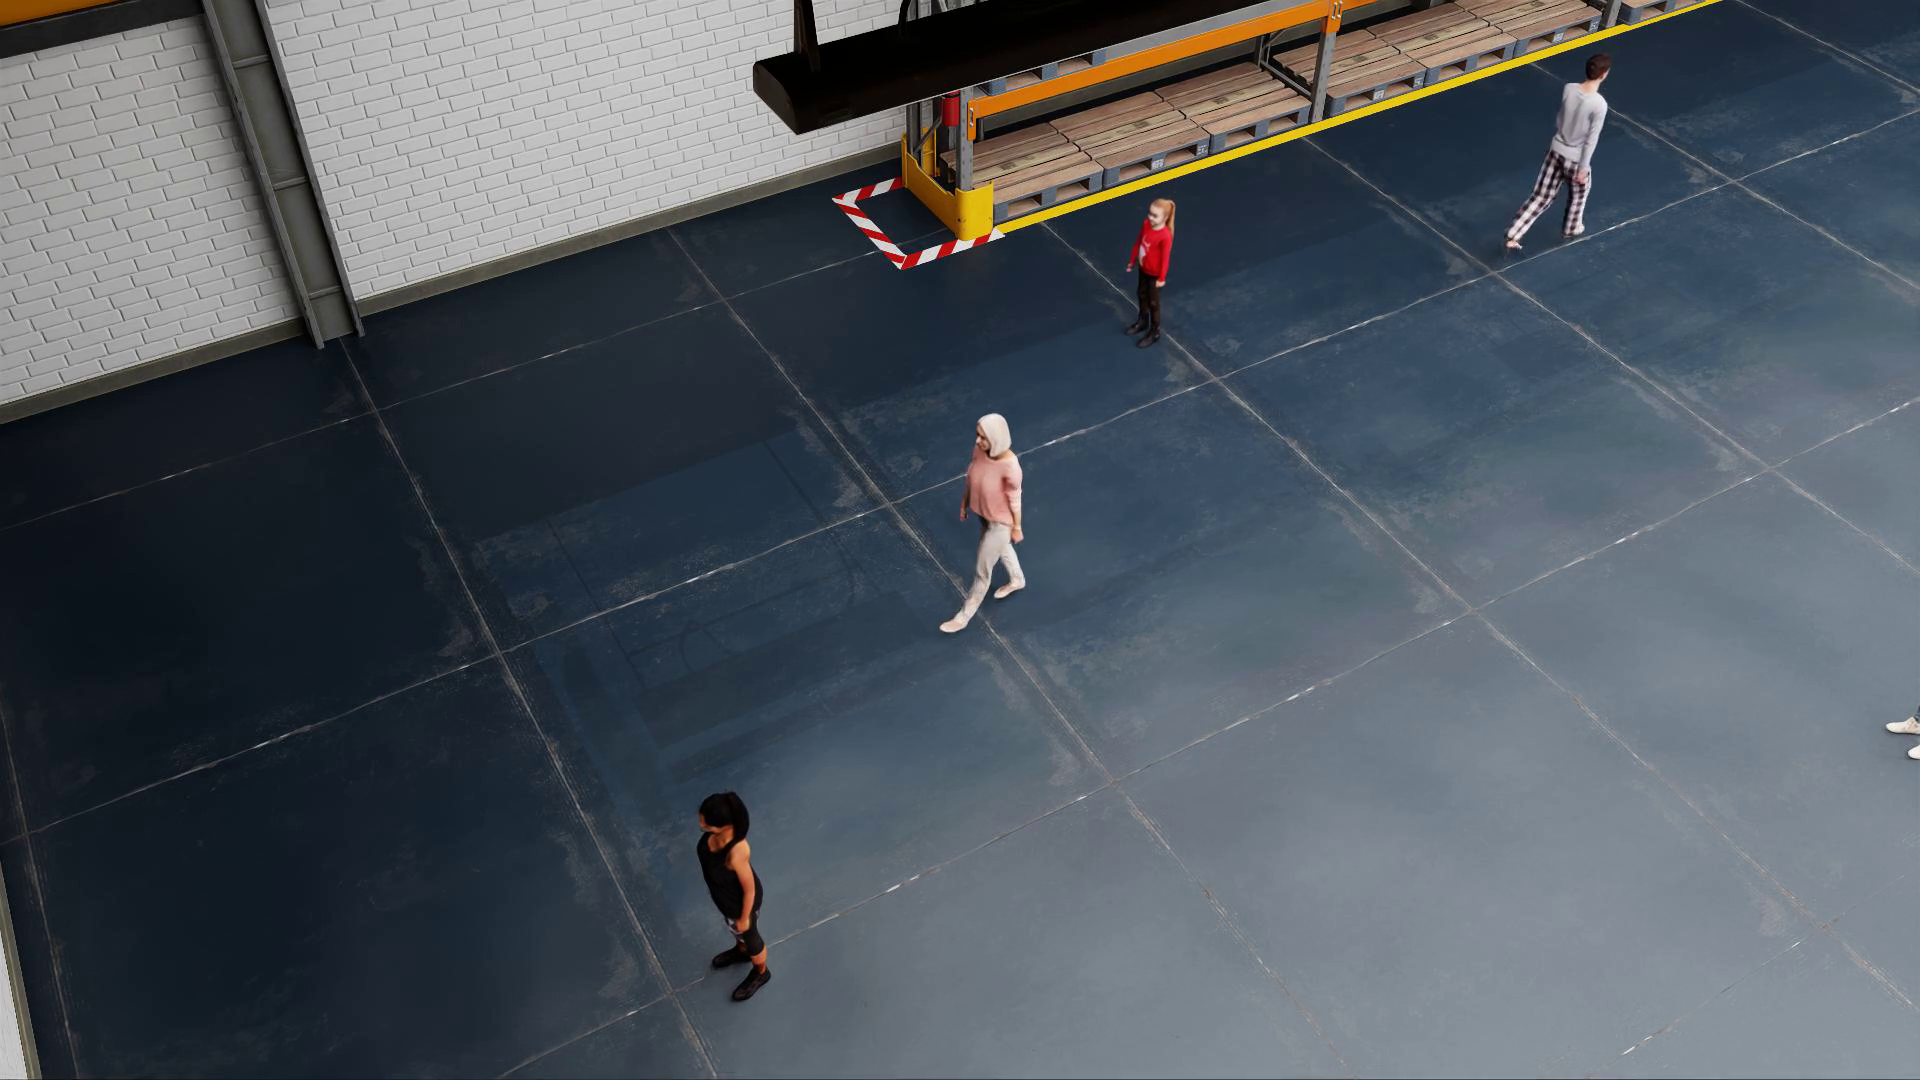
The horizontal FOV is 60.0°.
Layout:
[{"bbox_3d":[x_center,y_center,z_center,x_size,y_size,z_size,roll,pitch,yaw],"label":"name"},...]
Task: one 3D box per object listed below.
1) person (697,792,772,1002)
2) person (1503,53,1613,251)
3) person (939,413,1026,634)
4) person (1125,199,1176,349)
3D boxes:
[{"bbox_3d":[-1.206,1.863,8.905,0.492,1.674,0.573,-22,48,-22],"label":"person"},{"bbox_3d":[5.110,-3.235,14.163,1.179,1.803,0.688,-25,49,-24],"label":"person"},{"bbox_3d":[0.301,-0.190,11.047,1.028,1.692,0.642,-26,49,-25],"label":"person"},{"bbox_3d":[1.563,-2.204,13.461,0.551,1.278,0.508,-24,49,-23],"label":"person"}]
